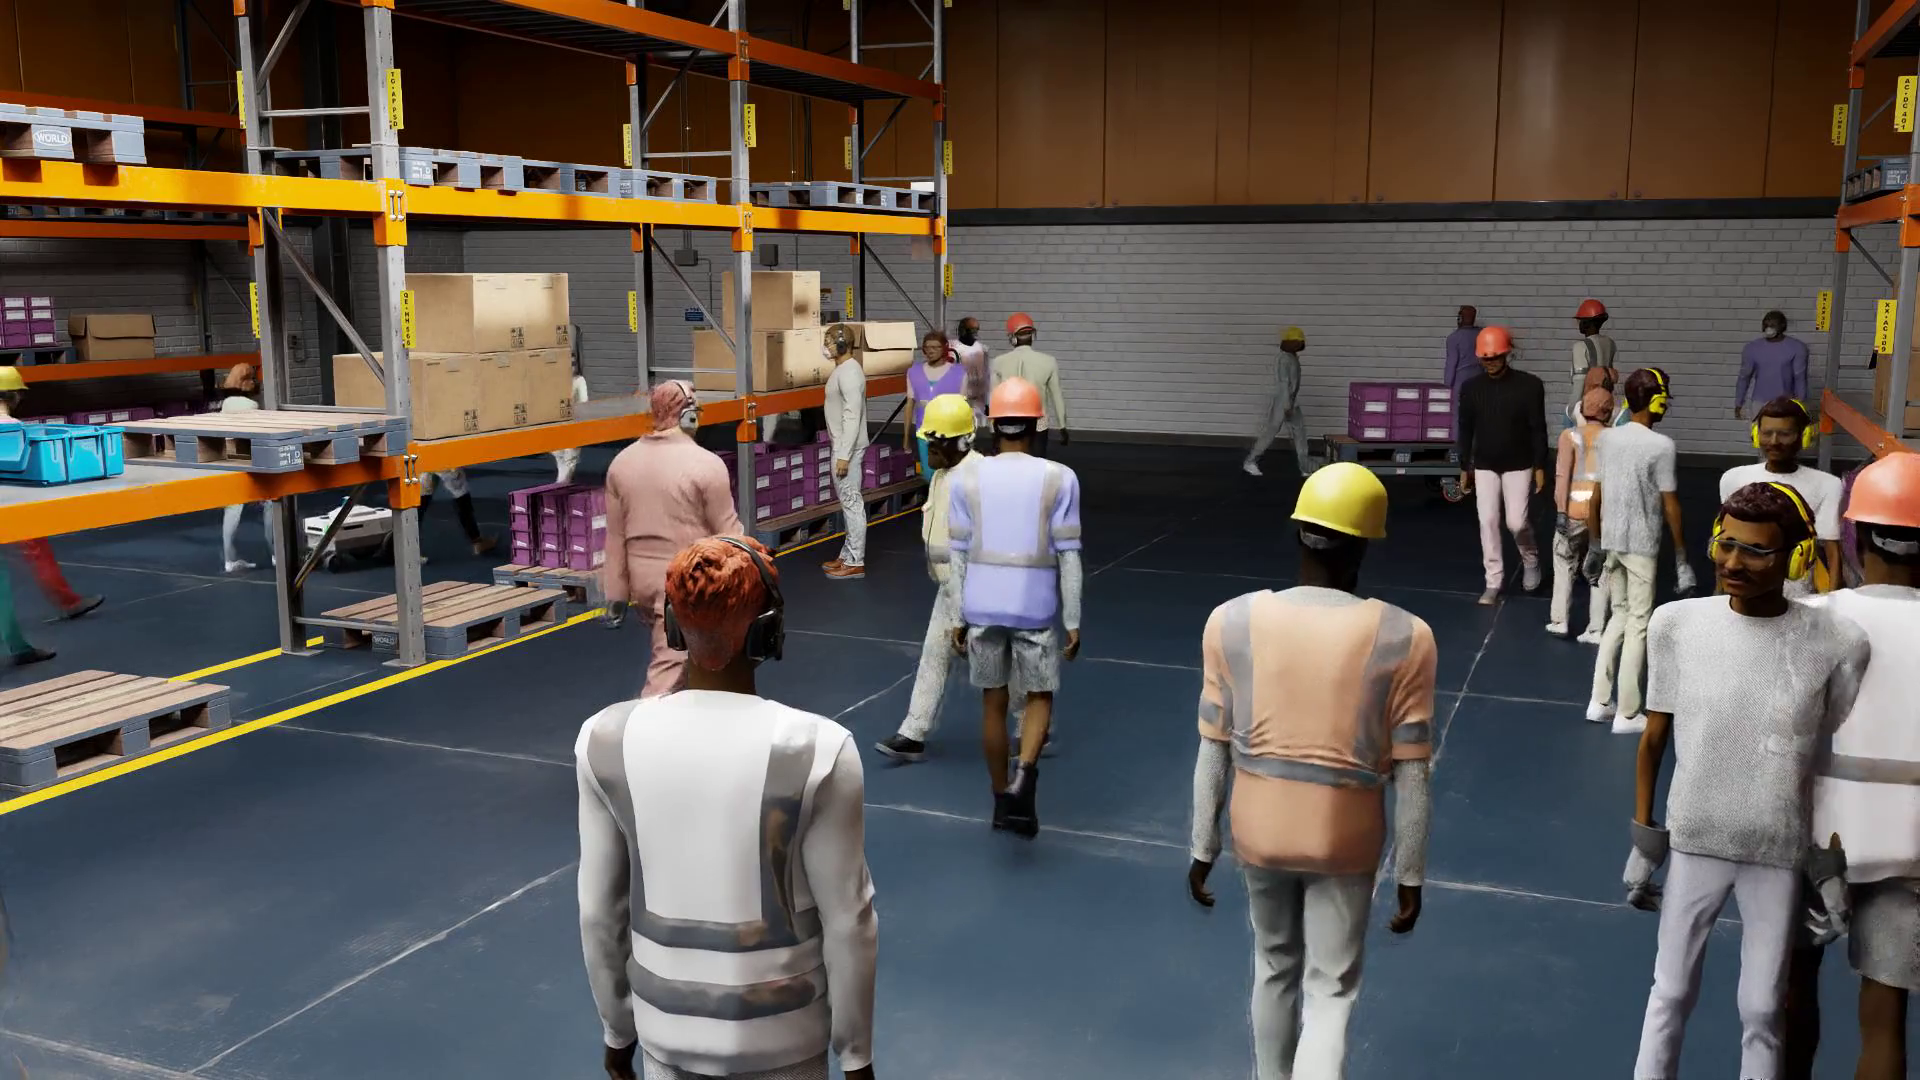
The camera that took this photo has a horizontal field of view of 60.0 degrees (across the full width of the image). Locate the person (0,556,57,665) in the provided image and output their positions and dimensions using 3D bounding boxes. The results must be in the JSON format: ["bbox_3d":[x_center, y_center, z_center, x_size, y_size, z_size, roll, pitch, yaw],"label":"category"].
[{"bbox_3d":[-5.812,-0.061,9.581,0.518,1.721,0.912,6,11,30],"label":"person"}]

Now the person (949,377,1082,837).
[{"bbox_3d":[0.215,0.295,6.831,0.563,1.914,0.649,1,9,9],"label":"person"}]

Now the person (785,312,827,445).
[{"bbox_3d":[-1.552,-1.499,17.786,0.722,1.884,0.460,3,10,16],"label":"person"}]

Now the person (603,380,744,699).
[{"bbox_3d":[-1.243,0.207,7.543,0.642,1.853,1.008,6,11,34],"label":"person"}]

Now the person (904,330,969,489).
[{"bbox_3d":[-0.191,-0.948,14.666,0.580,1.818,0.814,3,10,19],"label":"person"}]

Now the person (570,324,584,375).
[{"bbox_3d":[-5.294,-2.231,22.237,0.337,1.882,0.585,9,13,44],"label":"person"}]

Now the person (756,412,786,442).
[{"bbox_3d":[-2.012,-1.335,17.669,0.334,1.599,0.534,-6,11,-32],"label":"person"}]

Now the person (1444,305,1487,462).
[{"bbox_3d":[5.934,-1.813,19.634,0.655,1.906,0.407,-5,10,-26],"label":"person"}]

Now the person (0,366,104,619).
[{"bbox_3d":[-6.189,-0.274,10.878,0.554,1.715,0.923,6,11,31],"label":"person"}]

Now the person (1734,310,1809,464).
[{"bbox_3d":[8.239,-1.377,16.979,0.654,1.905,0.809,9,13,44],"label":"person"}]

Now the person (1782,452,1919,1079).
[{"bbox_3d":[2.266,0.732,4.177,0.560,1.907,0.724,3,10,18],"label":"person"}]

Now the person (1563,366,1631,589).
[{"bbox_3d":[4.664,-0.456,12.229,0.314,1.636,0.515,-9,13,-44],"label":"person"}]

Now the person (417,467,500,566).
[{"bbox_3d":[-4.129,-0.625,13.259,0.570,1.626,0.895,6,11,33],"label":"person"}]

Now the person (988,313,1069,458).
[{"bbox_3d":[0.605,-0.975,14.402,0.647,1.944,0.921,2,10,14],"label":"person"}]

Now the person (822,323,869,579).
[{"bbox_3d":[-0.875,-0.673,12.633,0.370,1.938,0.627,-1,9,-6],"label":"person"}]

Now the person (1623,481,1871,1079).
[{"bbox_3d":[1.908,0.776,4.076,0.513,1.865,0.329,4,10,25],"label":"person"}]

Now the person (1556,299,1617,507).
[{"bbox_3d":[6.081,-1.306,16.151,0.608,2.044,0.371,-8,12,-40],"label":"person"}]

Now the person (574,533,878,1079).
[{"bbox_3d":[-0.423,0.922,3.136,0.572,1.883,0.356,2,10,14],"label":"person"}]

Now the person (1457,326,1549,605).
[{"bbox_3d":[3.801,-0.519,11.643,0.641,1.957,0.652,7,12,37],"label":"person"}]

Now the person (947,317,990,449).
[{"bbox_3d":[0.069,-1.484,17.908,0.630,1.824,0.451,-8,12,-39],"label":"person"}]

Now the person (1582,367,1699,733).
[{"bbox_3d":[3.420,0.059,8.419,0.356,1.865,0.577,-3,10,-19],"label":"person"}]

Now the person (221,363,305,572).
[{"bbox_3d":[-5.480,-0.573,12.983,0.529,1.604,0.695,7,12,37],"label":"person"}]

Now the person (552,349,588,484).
[{"bbox_3d":[-3.826,-1.061,15.972,0.515,1.619,0.713,2,10,15],"label":"person"}]

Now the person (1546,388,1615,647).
[{"bbox_3d":[3.966,-0.151,10.459,0.537,1.594,0.608,-1,9,-6],"label":"person"}]

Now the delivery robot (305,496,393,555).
[{"bbox_3d":[-4.770,-0.102,13.071,0.477,0.478,0.707,6,11,33],"label":"delivery robot"}]

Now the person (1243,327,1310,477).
[{"bbox_3d":[3.616,-1.546,18.653,0.895,1.701,0.496,5,11,29],"label":"person"}]

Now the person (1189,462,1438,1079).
[{"bbox_3d":[0.863,0.755,4.152,0.603,1.888,0.873,4,10,21],"label":"person"}]

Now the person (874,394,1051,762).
[{"bbox_3d":[0.020,0.198,7.818,0.930,1.773,0.618,-4,10,-22],"label":"person"}]

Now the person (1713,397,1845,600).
[{"bbox_3d":[3.490,0.293,7.140,0.545,1.816,0.970,7,11,35],"label":"person"}]
